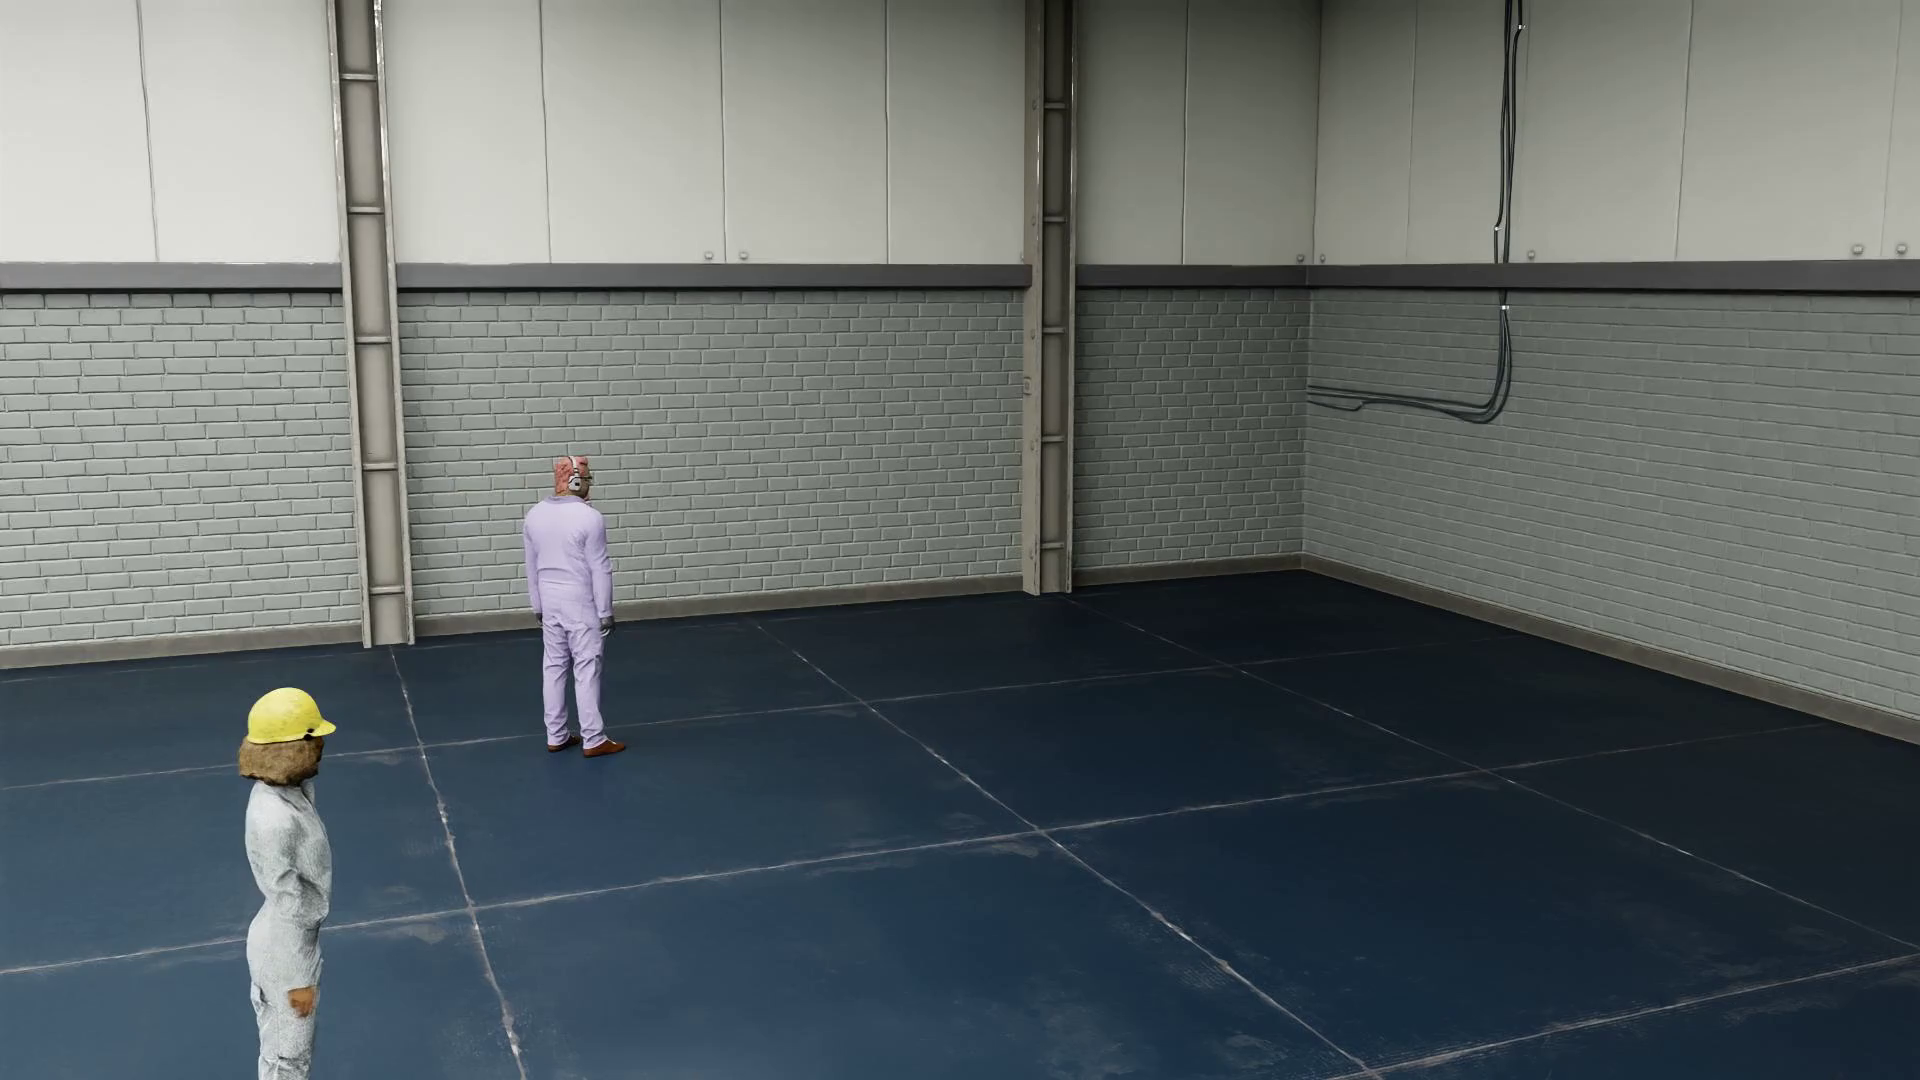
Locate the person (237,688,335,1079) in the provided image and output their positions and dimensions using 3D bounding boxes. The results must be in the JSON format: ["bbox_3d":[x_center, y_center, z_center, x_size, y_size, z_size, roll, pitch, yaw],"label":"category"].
[{"bbox_3d":[-2.117,1.325,5.323,0.301,1.745,0.483,-4,10,-21],"label":"person"}]

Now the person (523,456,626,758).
[{"bbox_3d":[-2.430,0.420,10.516,0.639,1.904,0.402,5,10,30],"label":"person"}]
